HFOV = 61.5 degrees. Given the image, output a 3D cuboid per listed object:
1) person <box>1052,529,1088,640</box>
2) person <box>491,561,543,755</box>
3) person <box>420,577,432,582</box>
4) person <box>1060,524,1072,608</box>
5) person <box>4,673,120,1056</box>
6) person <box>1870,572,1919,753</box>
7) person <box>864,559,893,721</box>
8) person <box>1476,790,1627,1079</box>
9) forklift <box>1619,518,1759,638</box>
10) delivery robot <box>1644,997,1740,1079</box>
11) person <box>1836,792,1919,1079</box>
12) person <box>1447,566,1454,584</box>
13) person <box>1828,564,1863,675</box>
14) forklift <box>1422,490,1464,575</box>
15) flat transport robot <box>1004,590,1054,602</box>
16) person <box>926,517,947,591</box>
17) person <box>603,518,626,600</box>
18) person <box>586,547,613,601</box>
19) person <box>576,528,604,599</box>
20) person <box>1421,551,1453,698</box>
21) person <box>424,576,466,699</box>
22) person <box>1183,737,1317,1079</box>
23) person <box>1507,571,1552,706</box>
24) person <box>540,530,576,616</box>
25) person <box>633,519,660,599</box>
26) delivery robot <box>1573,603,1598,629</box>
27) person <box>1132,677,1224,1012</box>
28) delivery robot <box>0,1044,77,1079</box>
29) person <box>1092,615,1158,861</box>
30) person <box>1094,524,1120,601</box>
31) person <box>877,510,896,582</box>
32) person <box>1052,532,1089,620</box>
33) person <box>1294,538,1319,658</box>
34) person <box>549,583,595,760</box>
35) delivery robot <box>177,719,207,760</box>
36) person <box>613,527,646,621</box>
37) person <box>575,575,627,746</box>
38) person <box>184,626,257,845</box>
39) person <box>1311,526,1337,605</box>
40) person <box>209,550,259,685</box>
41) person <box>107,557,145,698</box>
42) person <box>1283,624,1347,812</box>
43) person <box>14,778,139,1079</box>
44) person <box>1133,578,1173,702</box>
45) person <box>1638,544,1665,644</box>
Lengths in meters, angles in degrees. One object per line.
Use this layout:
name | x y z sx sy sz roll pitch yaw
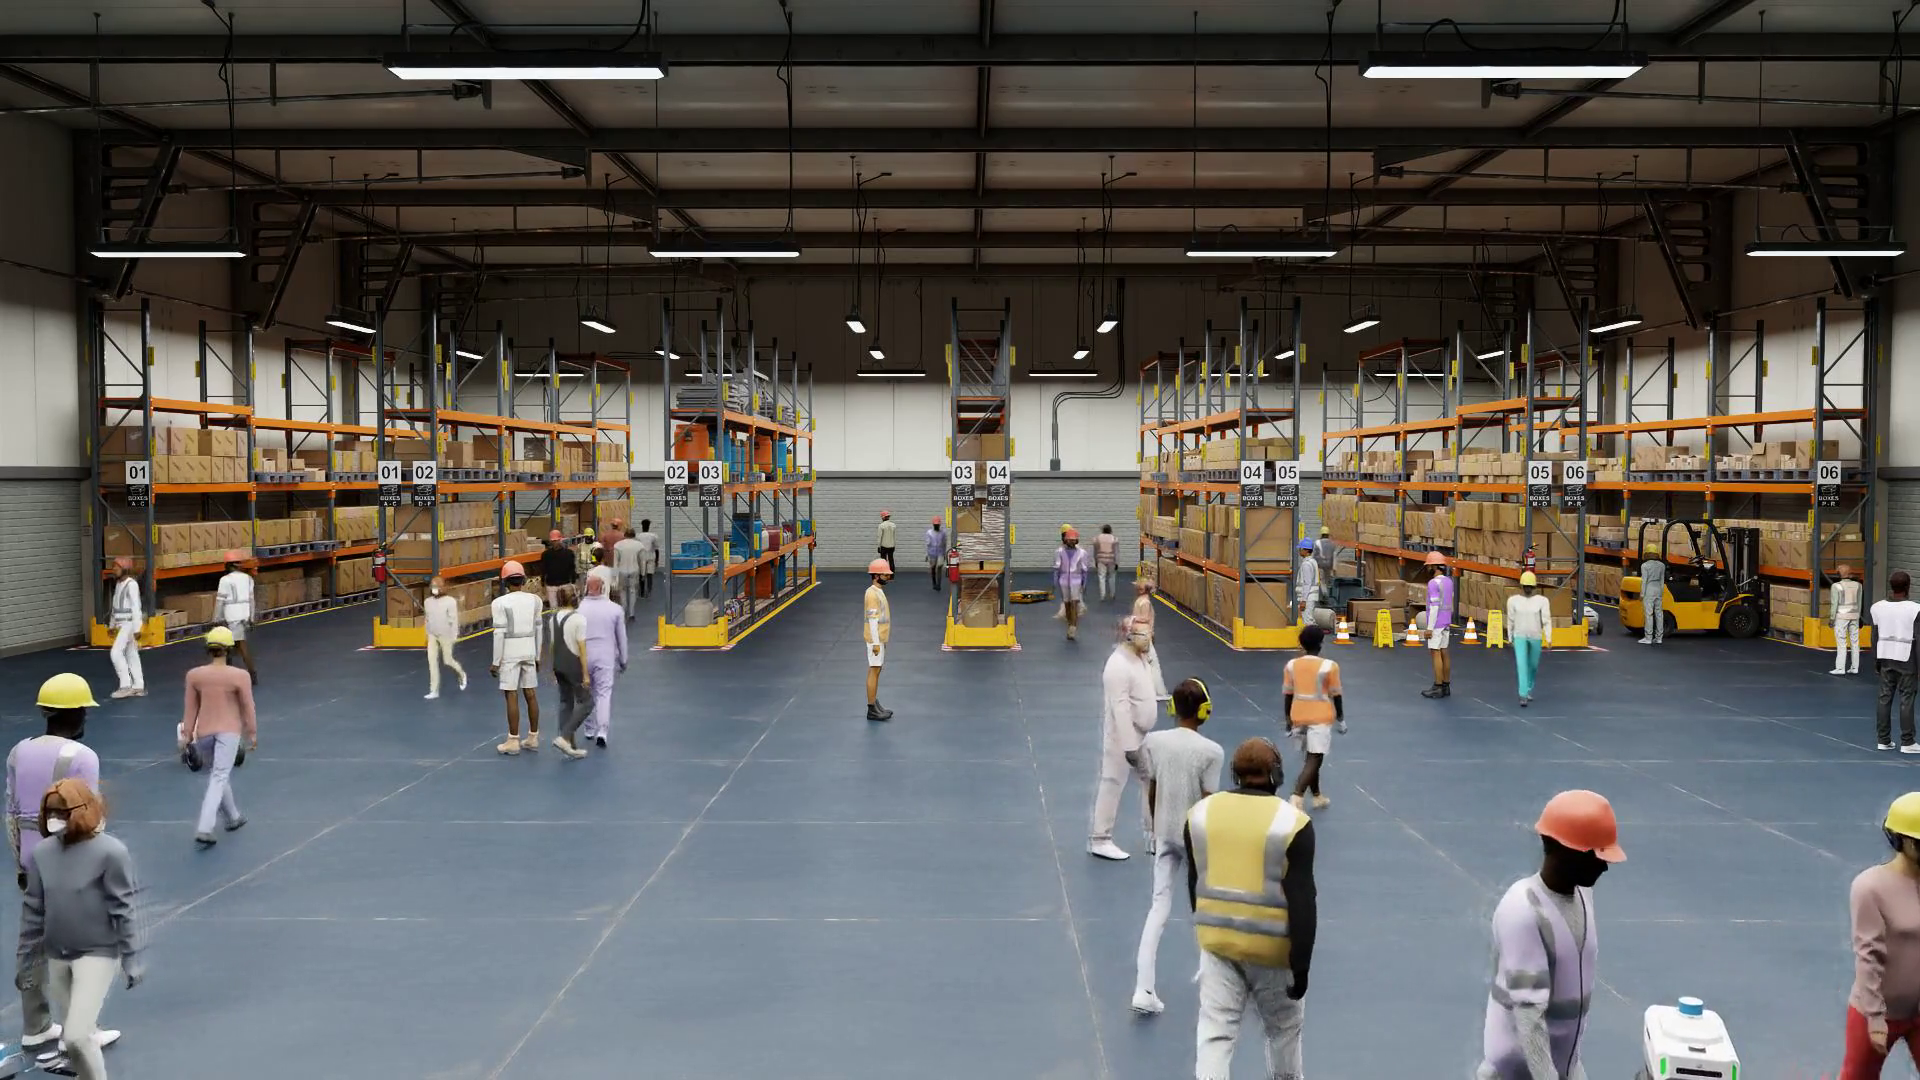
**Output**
person | 2.024 0.782 29.392 0.612 2.001 1.039 1 2 14
person | -4.731 1.240 17.172 0.394 2.040 0.610 2 3 40
person | -10.974 0.691 33.726 0.575 1.828 0.628 0 2 0
person | 2.266 0.623 34.098 0.375 1.925 0.595 1 2 14
person | -4.616 1.648 8.312 0.594 1.924 0.382 1 2 21
person | 10.024 1.297 17.241 0.388 1.921 0.593 -1 3 -29
person | -0.985 1.195 19.583 0.357 1.938 0.542 0 2 4
person | 2.037 1.783 5.509 0.581 1.867 0.999 -2 3 -38
forklift | 13.417 0.684 29.791 2.313 2.155 1.214 0 2 0
delivery robot | 3.329 2.336 7.362 0.477 0.478 0.707 1 2 18
person | 3.690 1.824 6.408 0.508 1.720 0.897 0 2 -10
person | 11.596 0.455 38.344 0.659 1.923 0.472 0 2 -2
person | 13.061 1.174 23.811 0.514 1.639 0.310 0 2 -11
forklift | 13.926 -0.371 47.846 1.873 2.768 1.129 0 2 0
flat transport robot | 1.610 1.309 37.899 0.652 0.197 1.431 1 3 29
person | -0.605 0.343 41.574 0.552 1.909 0.945 0 2 -2
person | -8.143 0.454 38.075 0.614 1.960 0.892 0 2 6
person | -5.555 1.034 24.596 0.493 1.857 0.552 1 3 27
person | -7.913 0.657 34.478 0.603 1.832 0.404 0 2 3
person | 6.343 1.119 21.526 0.372 1.933 0.552 2 3 40
person | -6.862 1.278 21.478 0.506 1.614 0.622 1 2 17
person | 1.276 1.763 7.001 0.635 1.792 0.912 1 3 33
person | 7.342 1.248 20.844 0.538 1.727 0.874 1 2 17
person | -7.267 0.796 29.154 0.639 1.973 0.445 0 2 -9
person | -7.449 0.460 38.304 0.639 1.928 0.890 0 2 -10
delivery robot | 11.708 1.428 30.222 0.477 0.478 0.707 0 2 10
person | 1.238 1.673 9.007 0.514 1.832 0.967 1 3 31
delivery robot | -4.050 2.233 6.746 0.335 0.223 0.698 1 2 22
person | 1.388 1.515 12.320 0.852 1.871 0.675 1 3 25
person | 3.475 0.530 38.211 0.623 1.793 0.948 0 2 11
person | -2.049 0.167 44.887 0.615 1.987 0.406 -2 3 -40
person | 2.295 0.719 33.270 0.815 1.821 0.639 0 2 -10
person | 5.580 0.936 25.946 0.381 1.951 0.607 1 2 19
person | -4.011 1.360 16.664 0.533 1.836 0.417 2 3 34
delivery robot | -7.657 1.978 16.396 0.707 0.478 0.477 2 3 43
person | -6.726 0.682 32.896 0.654 1.901 0.877 0 2 -11
person | -3.997 1.307 17.764 0.659 1.861 0.995 -1 2 -12
person | -5.983 1.560 13.055 0.537 1.720 0.929 0 2 3
person | 8.241 0.585 36.490 0.584 1.813 0.703 -1 2 -13
person | -10.283 1.091 22.780 0.976 1.884 0.552 1 2 17
person | -11.103 1.162 21.381 0.619 1.866 0.597 -2 3 -38
person | 3.018 1.554 13.952 0.838 1.662 0.530 -2 3 -44
person | -3.876 1.847 7.035 0.533 1.616 0.452 1 2 14
person | 2.439 1.305 20.911 0.798 1.606 0.527 0 2 -6
person | 12.129 0.943 28.333 0.488 1.744 0.295 -1 2 -19
